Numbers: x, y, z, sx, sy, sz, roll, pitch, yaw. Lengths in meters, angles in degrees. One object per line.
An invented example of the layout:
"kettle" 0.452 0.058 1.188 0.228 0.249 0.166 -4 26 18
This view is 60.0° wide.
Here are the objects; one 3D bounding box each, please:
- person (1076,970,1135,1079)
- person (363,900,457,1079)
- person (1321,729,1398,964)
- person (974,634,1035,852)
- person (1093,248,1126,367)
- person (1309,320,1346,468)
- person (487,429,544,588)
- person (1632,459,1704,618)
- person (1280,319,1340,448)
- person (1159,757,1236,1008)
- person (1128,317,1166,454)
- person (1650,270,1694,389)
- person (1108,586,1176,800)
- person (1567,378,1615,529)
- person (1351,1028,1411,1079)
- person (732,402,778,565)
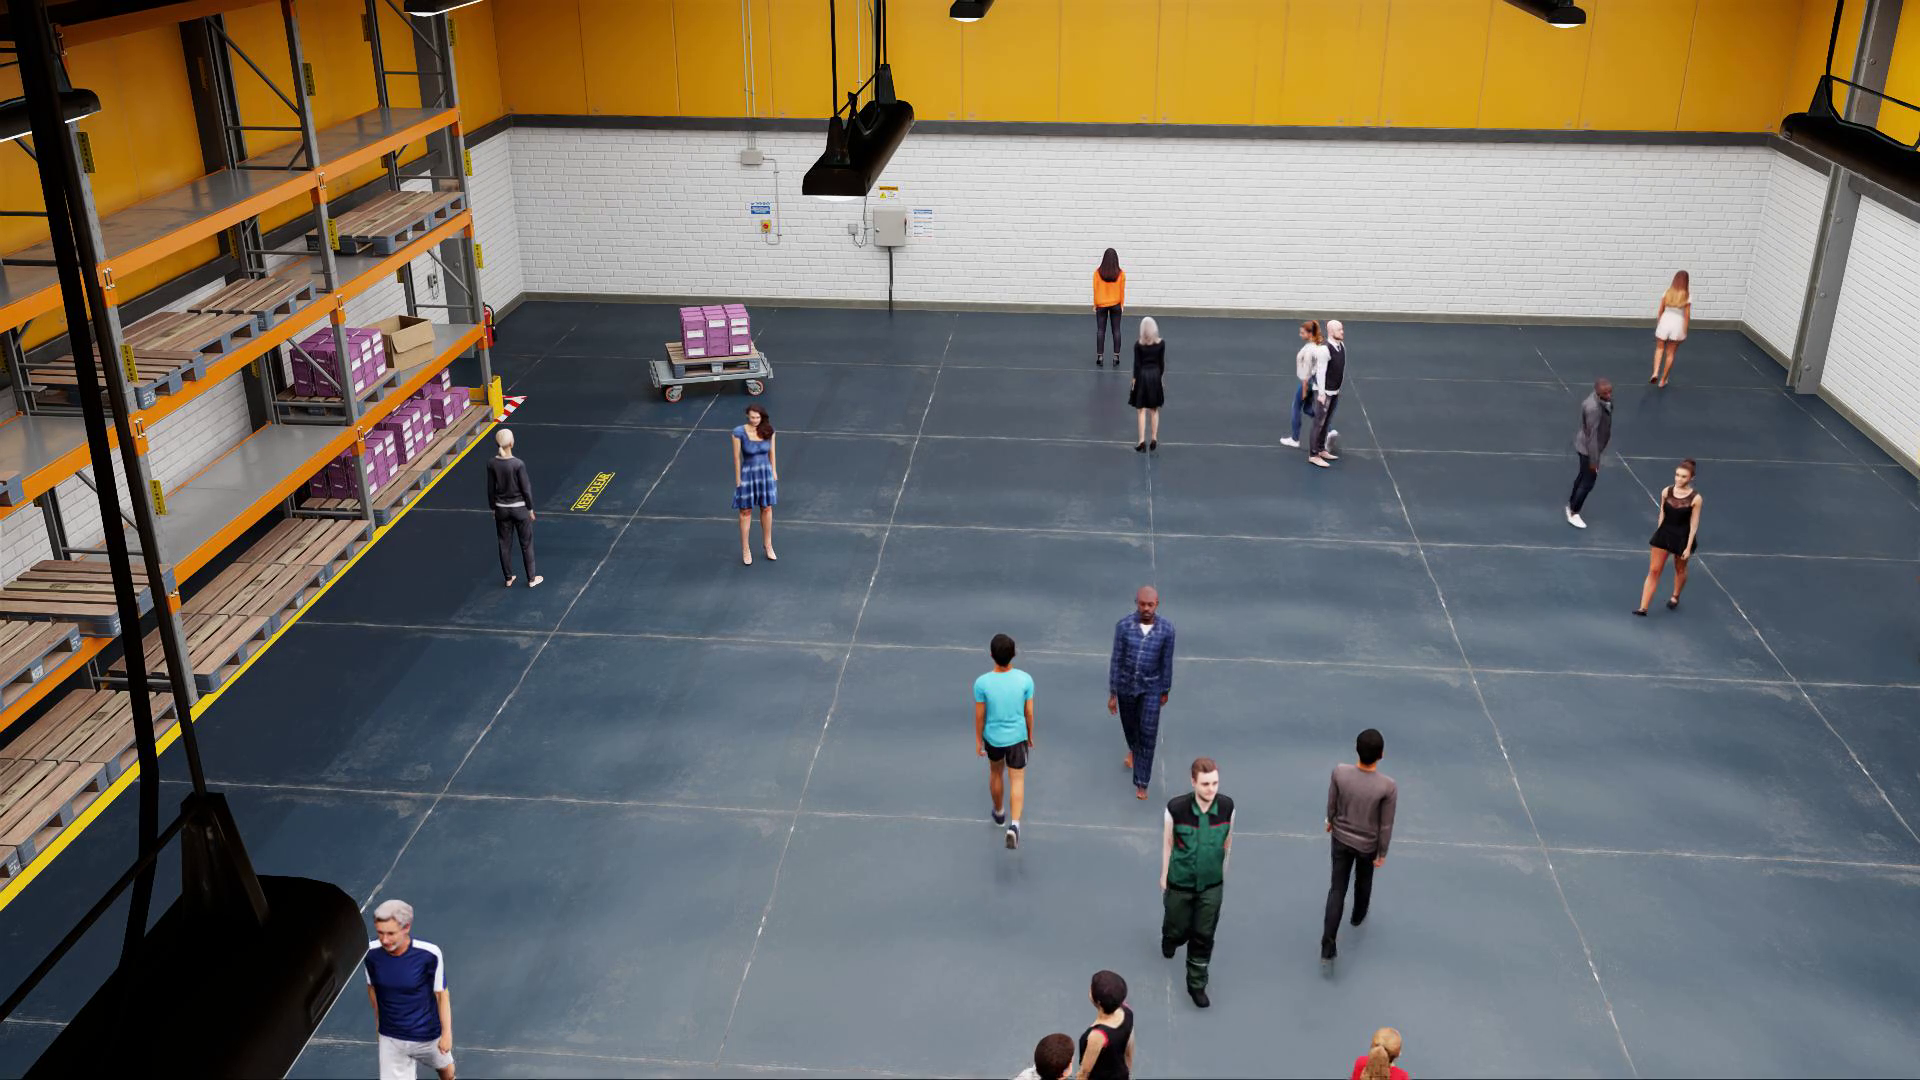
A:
"person" 0.888 3.156 9.532 0.809 1.538 0.822 14 27 29
"person" -3.219 2.858 9.899 0.738 1.792 1.185 0 24 -1
"person" 2.719 2.146 11.601 0.874 1.733 1.196 7 25 16
"person" 0.365 1.582 12.862 0.671 1.757 1.051 0 24 -1
"person" 2.173 -3.409 24.290 0.607 1.748 0.532 1 24 3
"person" 4.549 -1.840 20.607 0.846 1.822 0.732 16 28 33
"person" -4.660 -0.339 17.295 0.611 1.726 0.504 2 24 6
"person" 7.213 -0.017 16.673 1.028 1.633 1.137 22 32 40
"person" 4.473 -1.947 20.994 0.911 1.709 0.992 13 27 28
"person" 1.566 2.244 11.254 0.747 1.831 0.970 -2 24 -6
"person" 2.366 -1.970 21.001 0.677 1.747 0.678 -6 24 -14
"person" 9.922 -2.928 23.265 0.748 1.687 0.820 15 28 31
"person" 1.477 1.183 13.767 0.757 1.764 1.190 5 24 11
"person" 7.093 -1.033 18.811 1.017 1.782 0.748 7 25 16
"person" 2.352 3.336 9.451 0.605 1.275 0.659 17 29 33
"person" -2.187 -0.620 17.836 0.758 1.807 0.755 -10 26 -22
